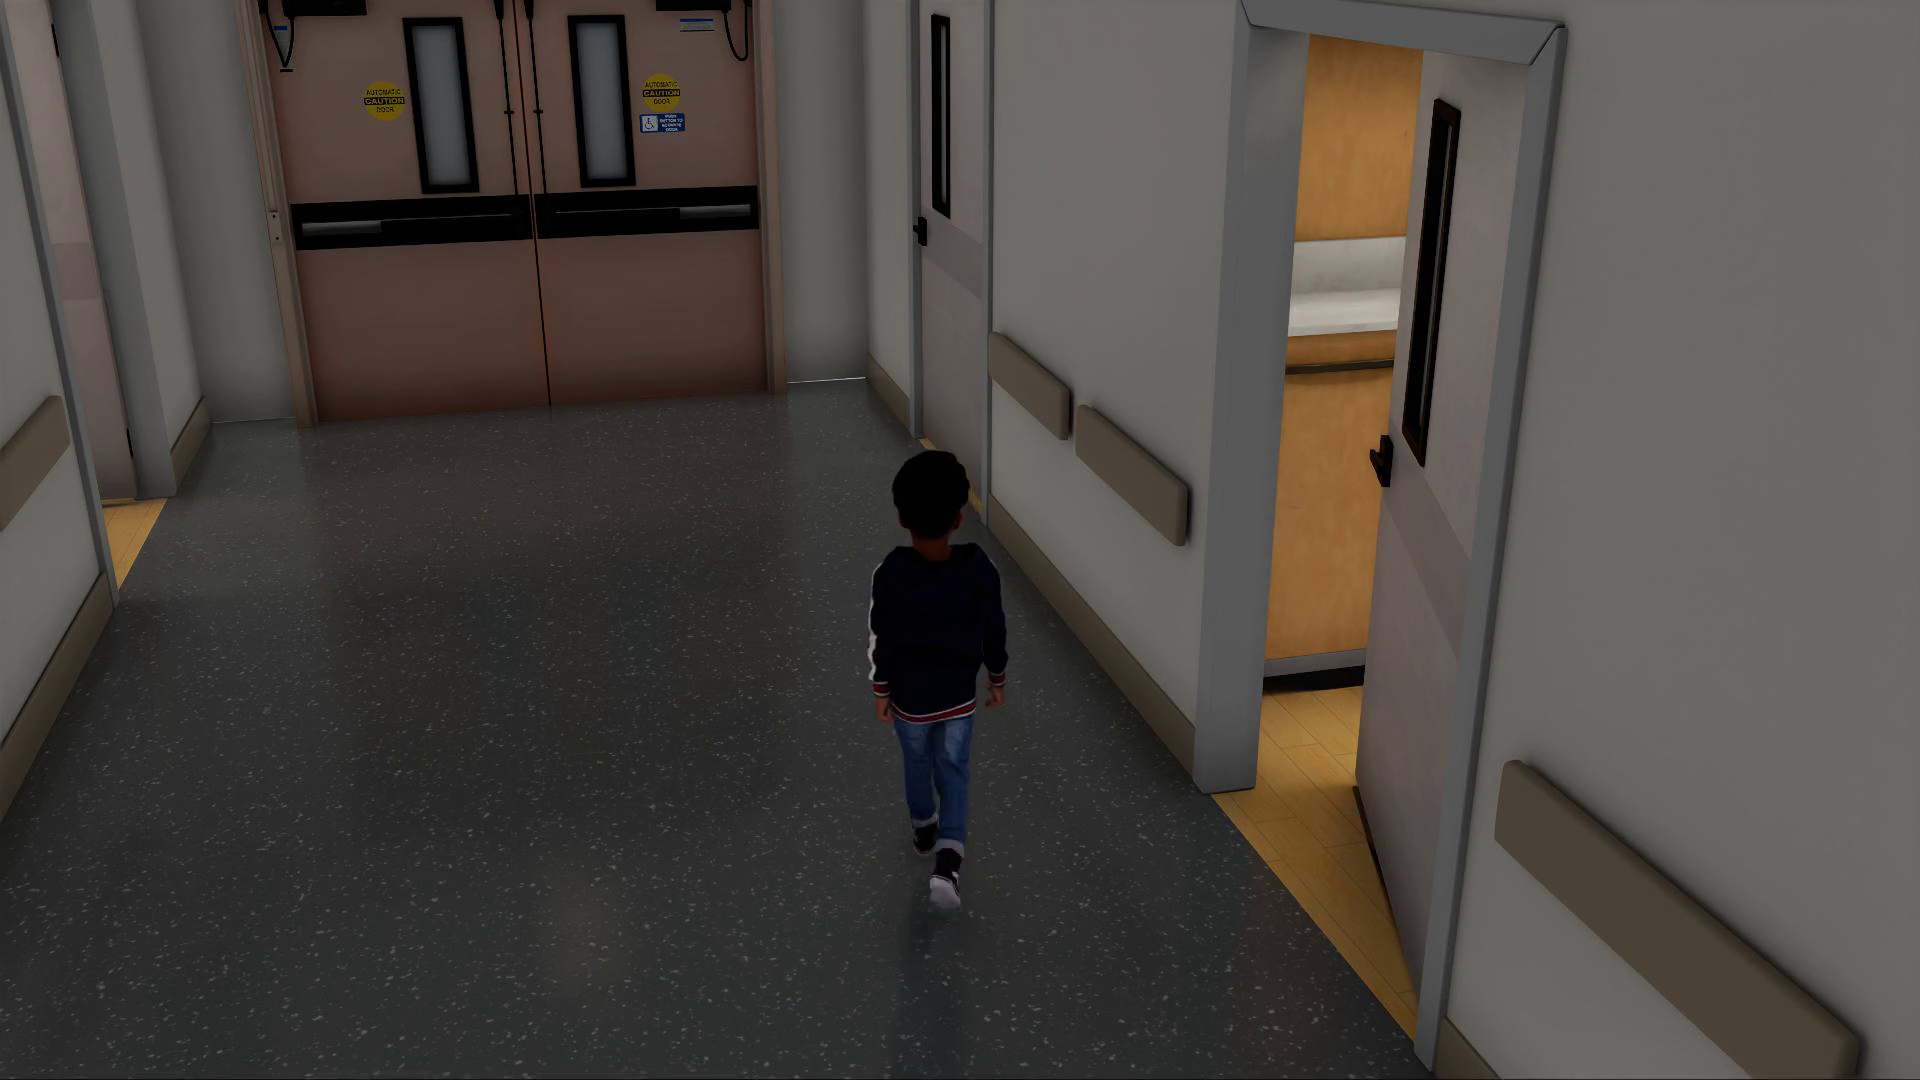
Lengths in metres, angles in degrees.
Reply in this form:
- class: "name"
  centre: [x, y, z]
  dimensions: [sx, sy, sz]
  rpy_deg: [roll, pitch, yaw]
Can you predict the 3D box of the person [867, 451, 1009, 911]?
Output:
- class: "person"
  centre: [-0.070, 0.380, 4.330]
  dimensions: [0.636, 1.205, 0.856]
  rpy_deg: [0, 21, 0]
